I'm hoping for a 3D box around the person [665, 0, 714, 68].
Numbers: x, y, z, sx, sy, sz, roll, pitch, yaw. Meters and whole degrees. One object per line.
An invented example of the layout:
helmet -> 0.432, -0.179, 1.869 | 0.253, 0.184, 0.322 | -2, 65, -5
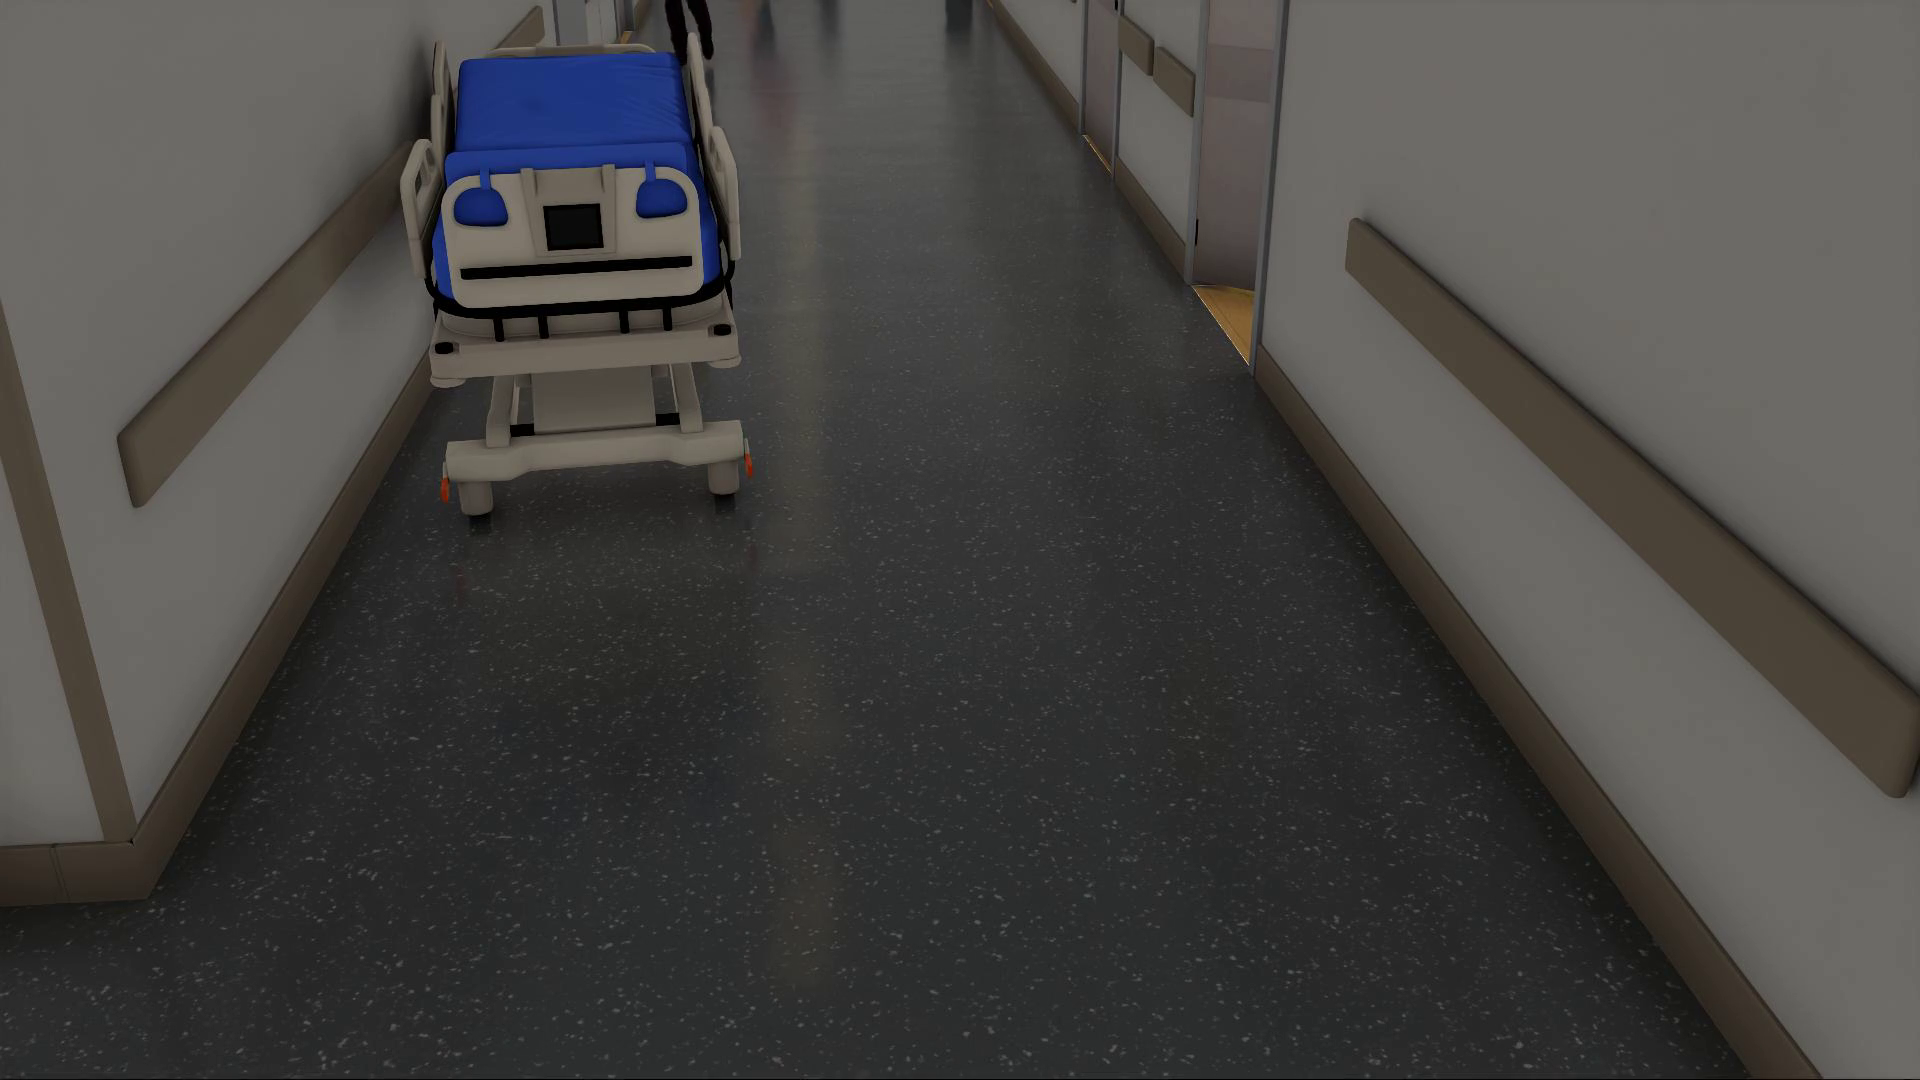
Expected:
person -> -2.258, -4.818, 13.521 | 0.808, 1.852, 0.837 | 3, 26, 7
